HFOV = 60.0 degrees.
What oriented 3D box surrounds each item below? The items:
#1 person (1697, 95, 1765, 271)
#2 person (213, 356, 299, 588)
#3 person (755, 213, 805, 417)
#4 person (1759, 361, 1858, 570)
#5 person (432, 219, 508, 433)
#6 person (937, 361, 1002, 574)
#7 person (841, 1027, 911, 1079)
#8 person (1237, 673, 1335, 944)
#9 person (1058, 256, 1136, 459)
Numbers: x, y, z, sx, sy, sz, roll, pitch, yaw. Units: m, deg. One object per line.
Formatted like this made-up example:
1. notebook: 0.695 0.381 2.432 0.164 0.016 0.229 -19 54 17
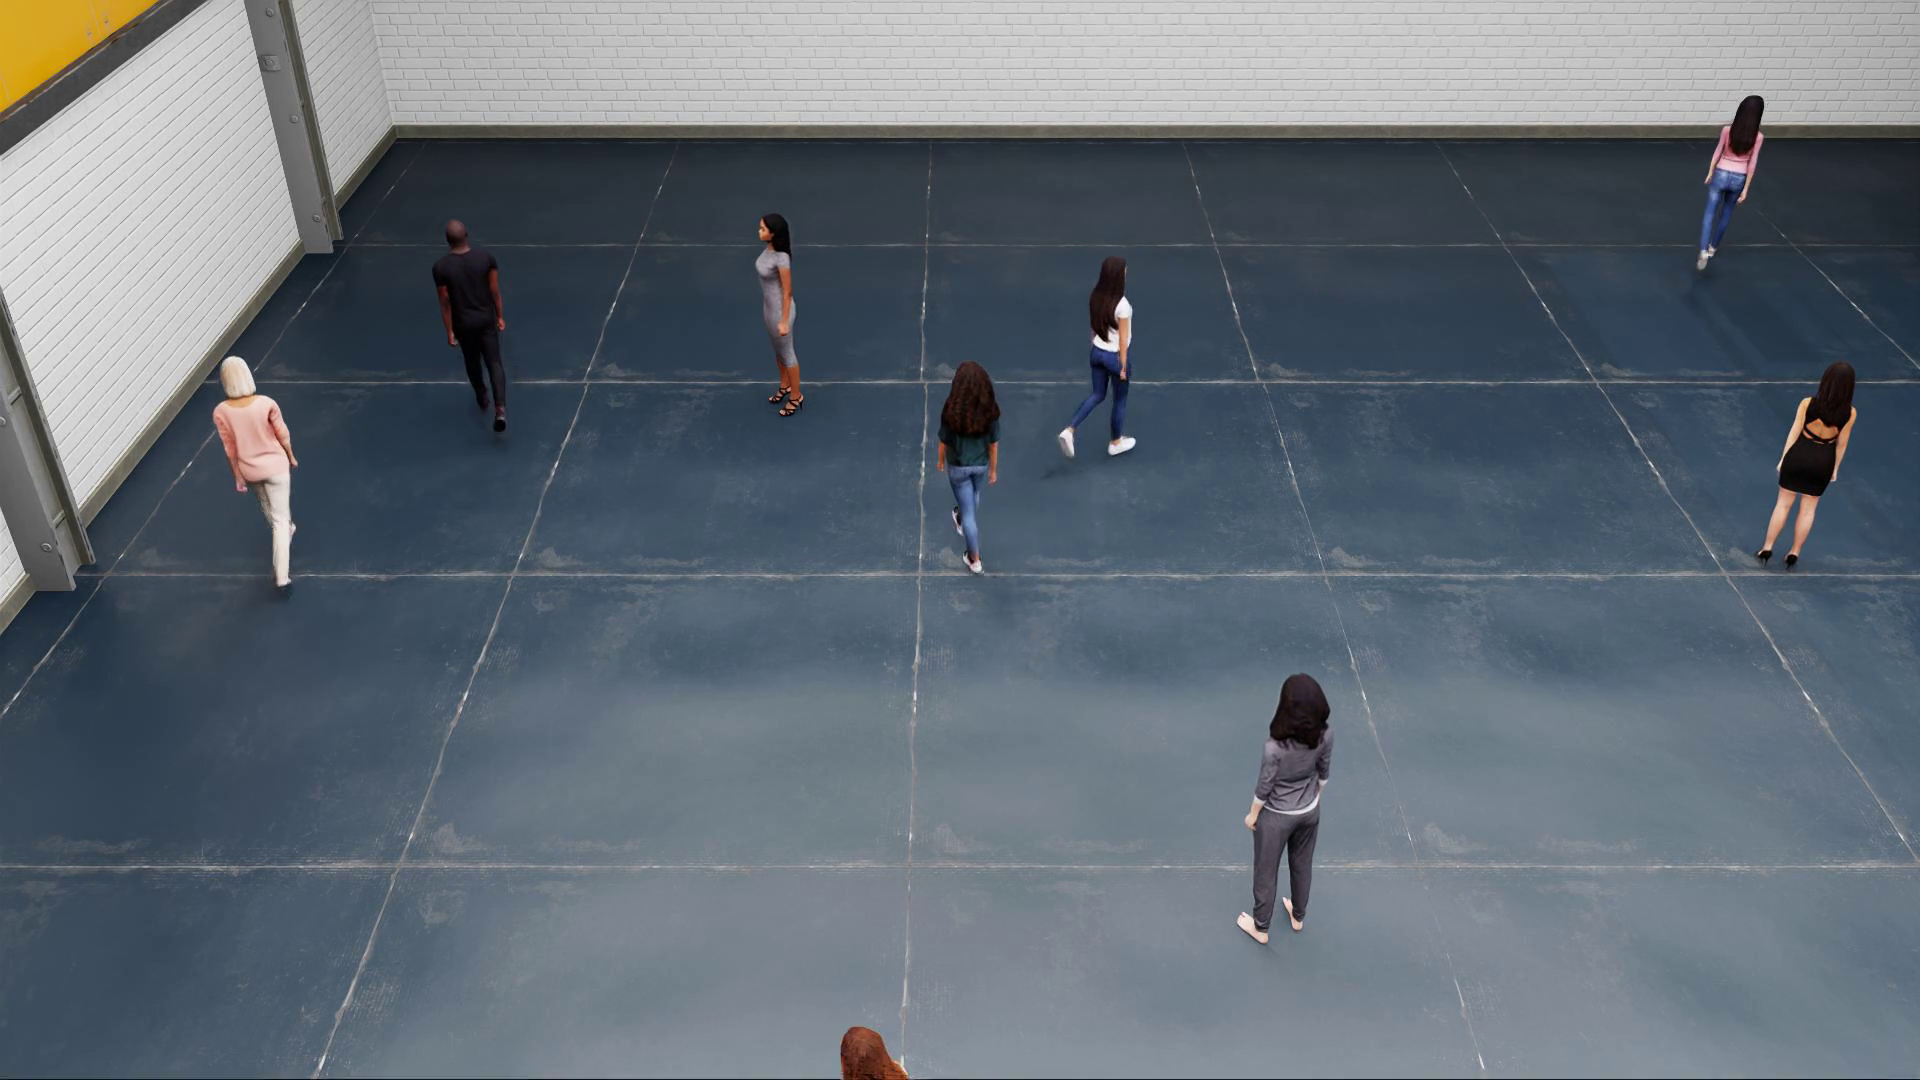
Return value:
1. person: 7.542 -3.505 16.375 0.840 1.720 1.130 13 36 19
2. person: -4.953 -0.456 11.820 0.744 1.684 1.190 -6 34 -9
3. person: -1.501 -1.880 13.876 0.723 1.781 0.597 -13 36 -19
4. person: 6.098 -0.522 11.953 0.605 1.647 0.601 13 36 18
5. person: -3.953 -1.733 13.646 0.965 1.790 1.250 -13 36 -19
6. person: 0.080 -0.495 11.965 0.785 1.588 1.027 -10 35 -15
7. person: -0.262 2.734 7.026 0.937 1.678 1.026 15 37 22
8. person: 1.754 1.445 8.887 0.658 1.765 0.628 -11 35 -16
9. person: 1.114 -1.394 13.165 1.008 1.757 1.020 -21 39 -29
